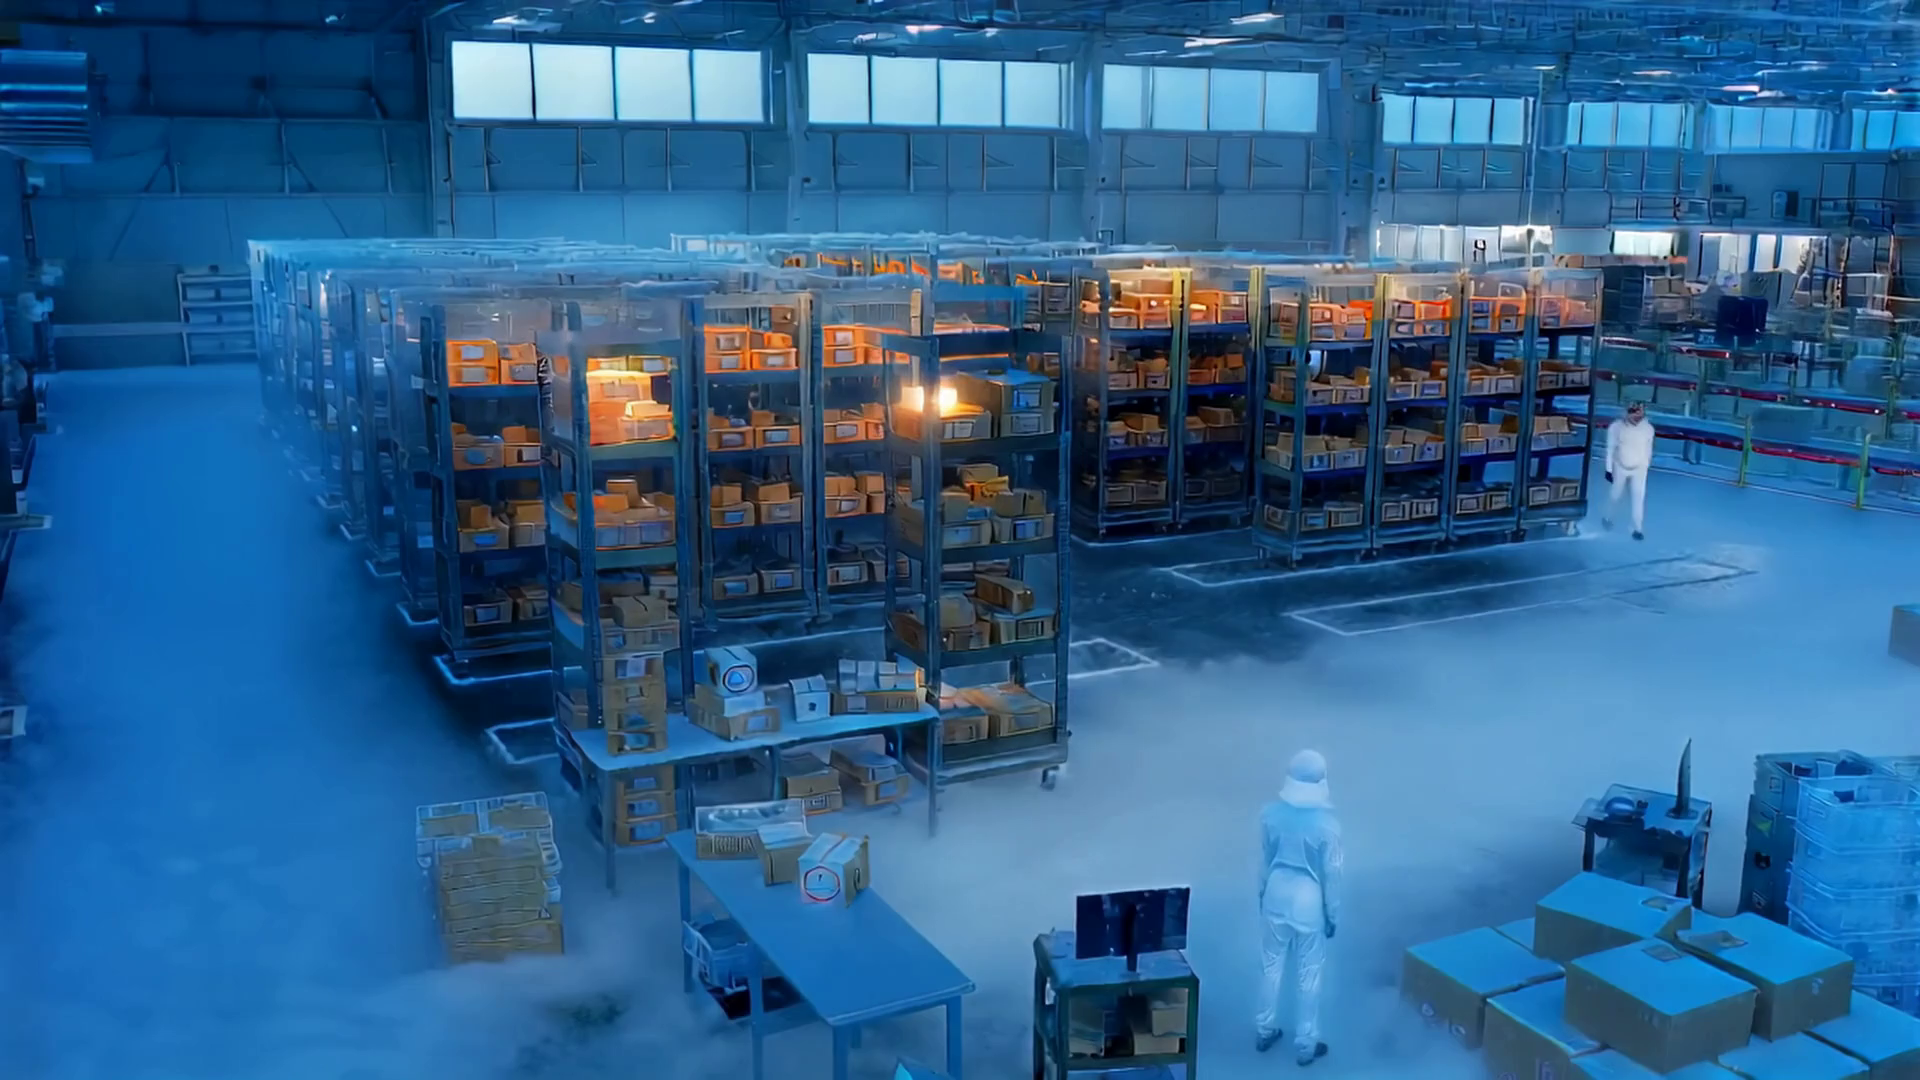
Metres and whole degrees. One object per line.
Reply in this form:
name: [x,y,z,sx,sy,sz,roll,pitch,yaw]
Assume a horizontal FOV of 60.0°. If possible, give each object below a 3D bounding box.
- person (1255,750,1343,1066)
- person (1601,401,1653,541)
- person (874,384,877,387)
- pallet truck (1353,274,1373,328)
person: [1.834,1.971,8.996,0.480,1.734,0.333,8,14,33]
person: [8.990,-0.973,22.456,0.642,1.866,0.878,1,12,4]
person: [-1.095,-1.483,24.991,0.450,1.832,0.603,-9,15,-35]
pallet truck: [13.011,-8.050,55.243,0.823,1.965,1.885,-7,14,-28]
